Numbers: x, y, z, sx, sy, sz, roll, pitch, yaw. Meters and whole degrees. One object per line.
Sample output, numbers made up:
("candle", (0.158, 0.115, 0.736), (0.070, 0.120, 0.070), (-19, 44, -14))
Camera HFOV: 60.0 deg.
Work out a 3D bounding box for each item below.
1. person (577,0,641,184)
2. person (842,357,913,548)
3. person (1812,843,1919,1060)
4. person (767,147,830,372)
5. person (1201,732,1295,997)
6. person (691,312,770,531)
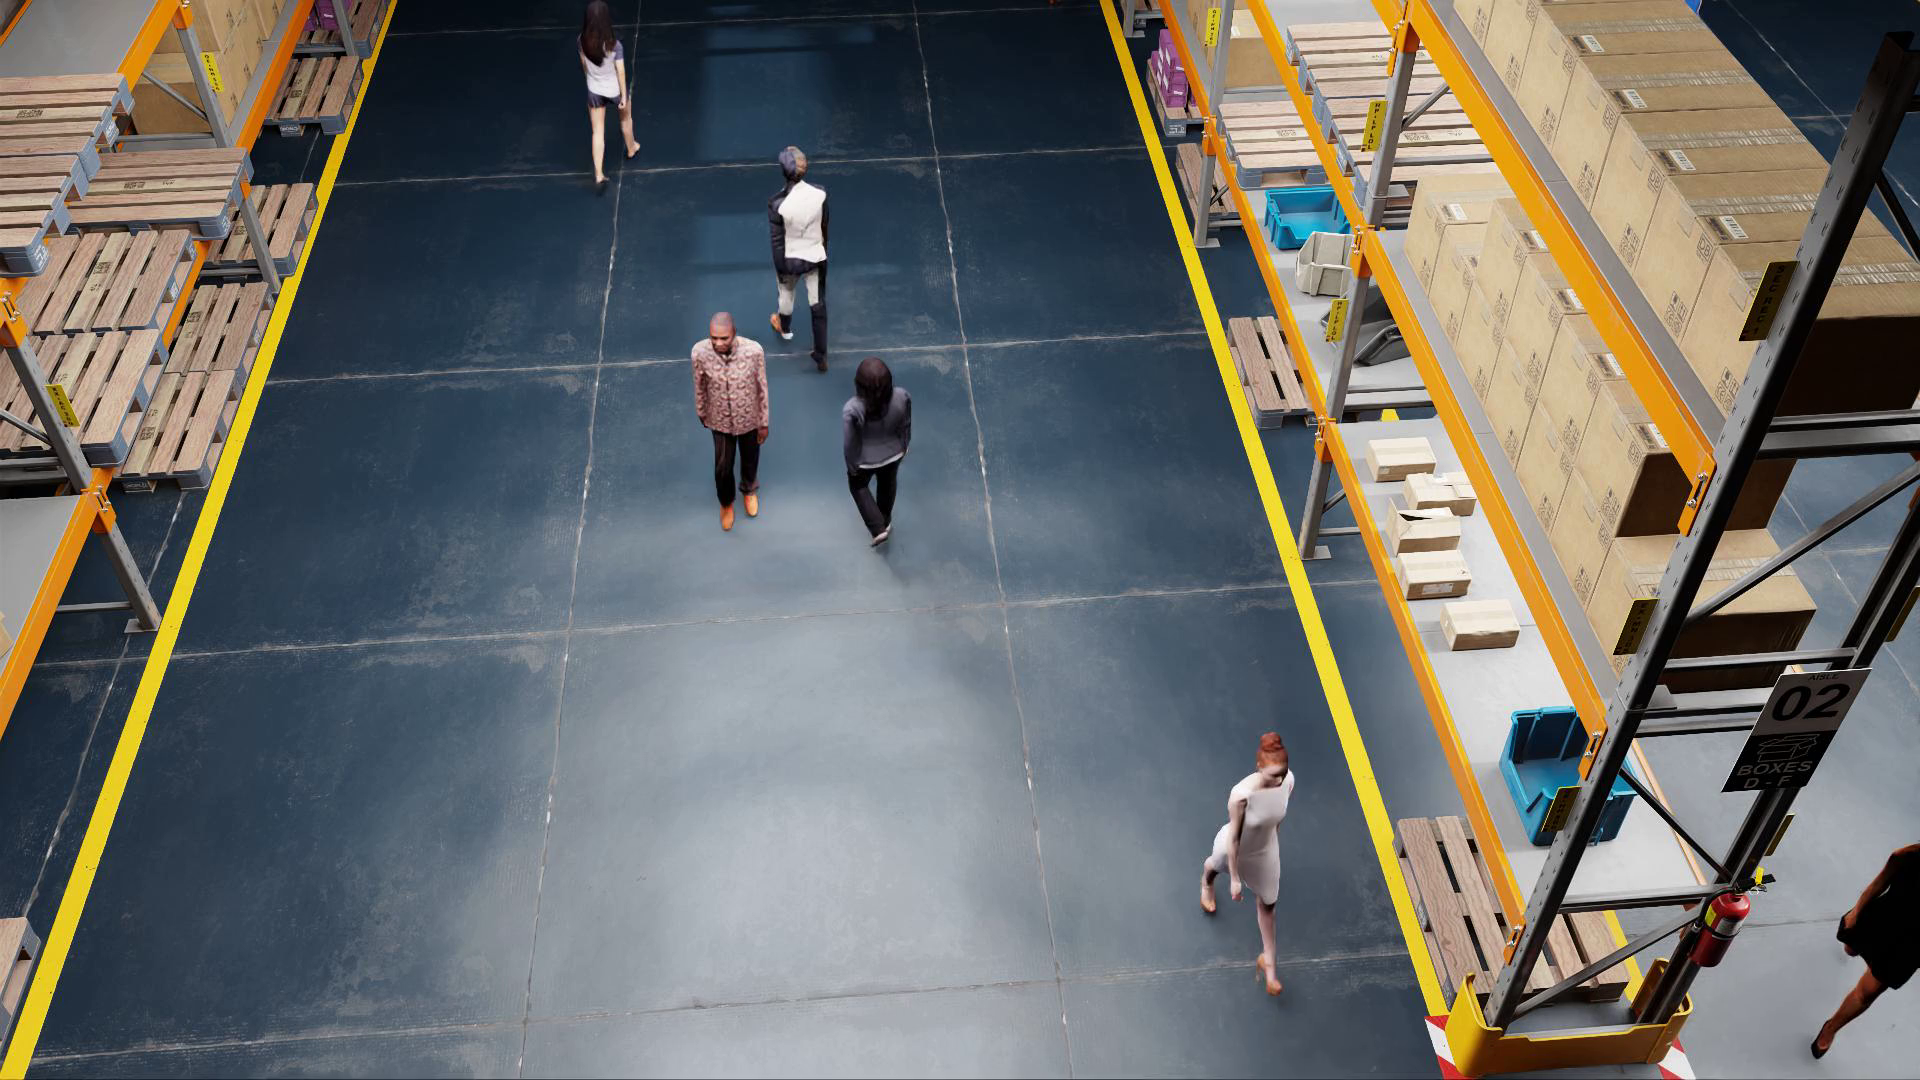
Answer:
("person", (-3.259, -4.040, 15.126), (0.763, 1.668, 1.155), (5, 44, 5))
("person", (-0.554, -0.580, 11.555), (0.811, 1.584, 0.900), (-18, 46, -18))
("person", (4.874, 1.993, 8.689), (0.997, 1.812, 1.134), (23, 48, 22))
("person", (-1.191, -2.140, 12.993), (0.886, 1.860, 1.113), (-15, 46, -16))
("person", (1.521, 1.616, 9.128), (0.783, 1.751, 1.140), (-13, 45, -13))
("person", (-1.589, -0.942, 11.785), (0.687, 1.790, 0.708), (-6, 44, -6))
